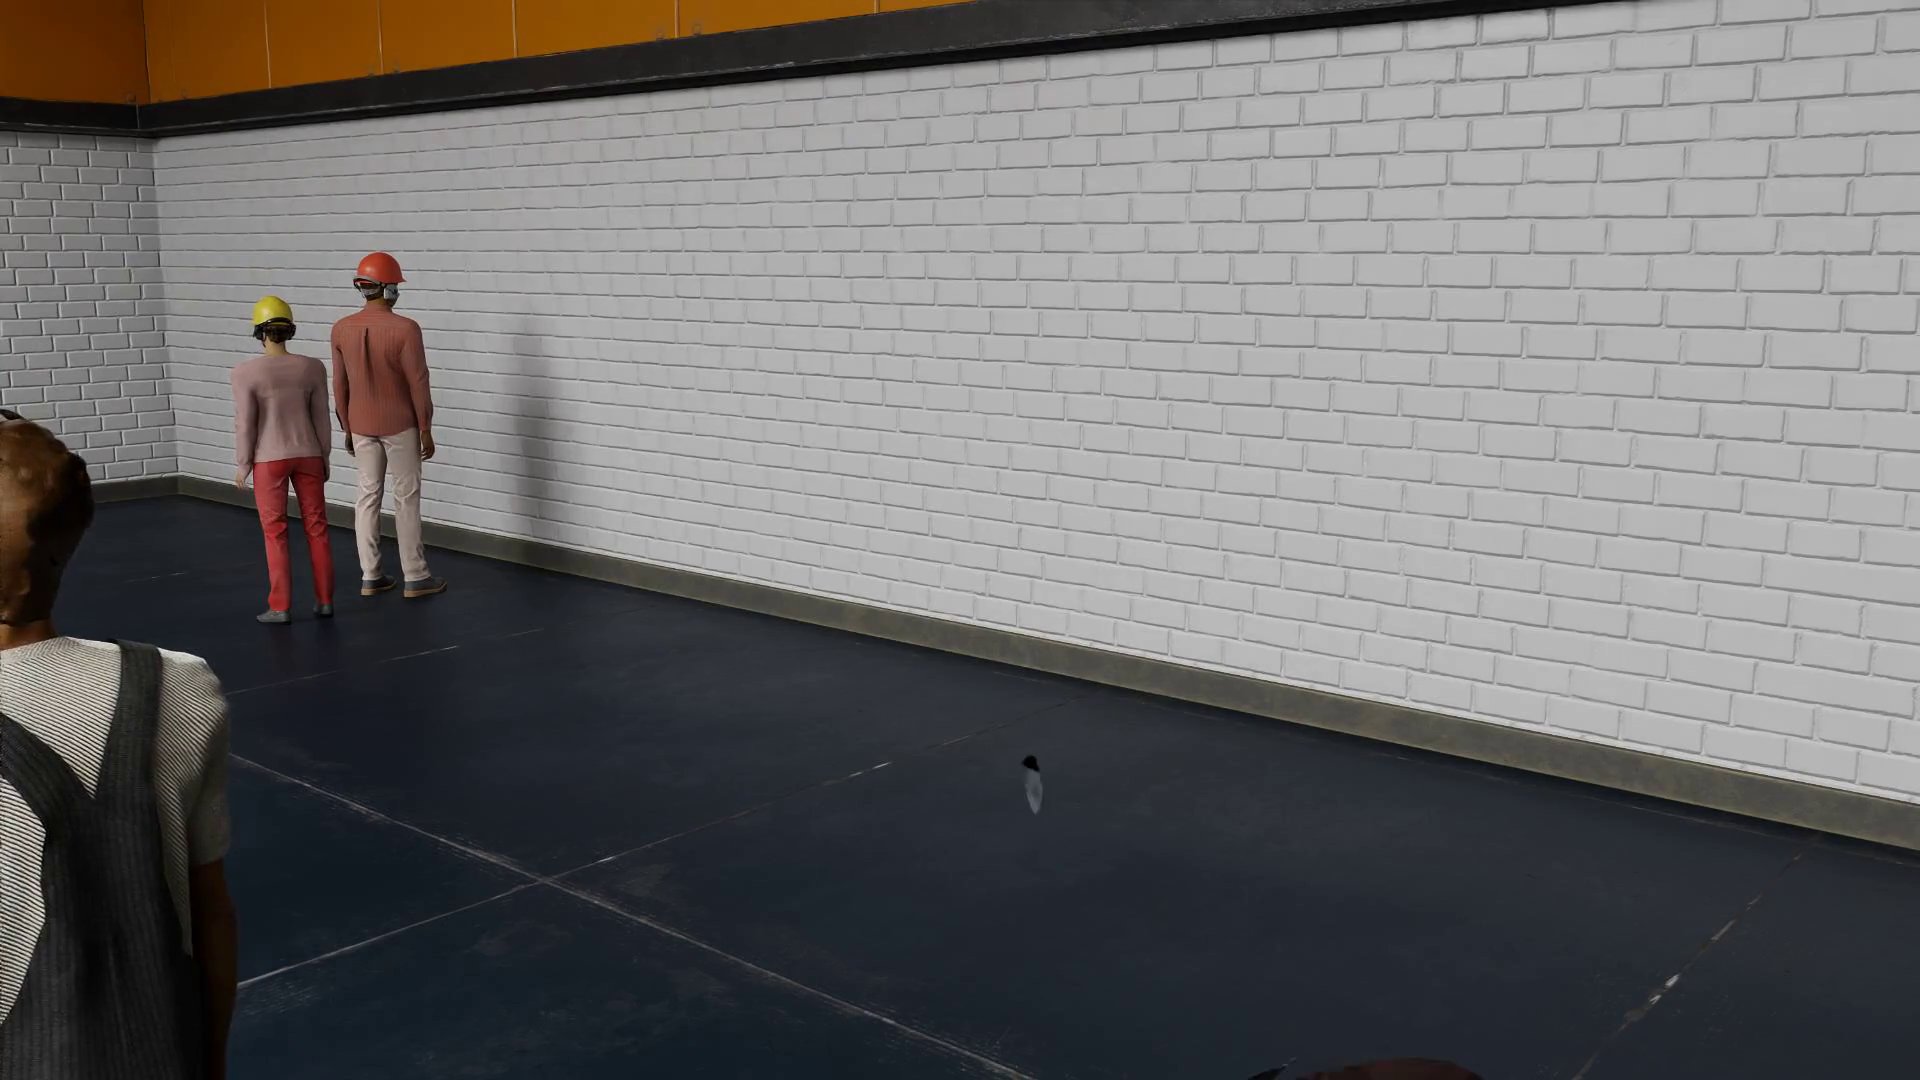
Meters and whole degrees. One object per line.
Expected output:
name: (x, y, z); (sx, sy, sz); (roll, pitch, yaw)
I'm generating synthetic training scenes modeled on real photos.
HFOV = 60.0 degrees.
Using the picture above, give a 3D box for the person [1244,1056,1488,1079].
person: (0.037, 0.931, 1.019); (0.658, 1.851, 0.973); (-9, 13, -41)

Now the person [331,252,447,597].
person: (-3.328, -0.660, 9.665); (0.611, 1.996, 0.379); (3, 10, 15)

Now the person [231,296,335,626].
person: (-3.645, -0.423, 8.969); (0.524, 1.770, 0.315); (-10, 14, -44)

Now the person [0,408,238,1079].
person: (-1.104, 0.757, 2.025); (0.345, 1.847, 0.508); (5, 11, 26)
